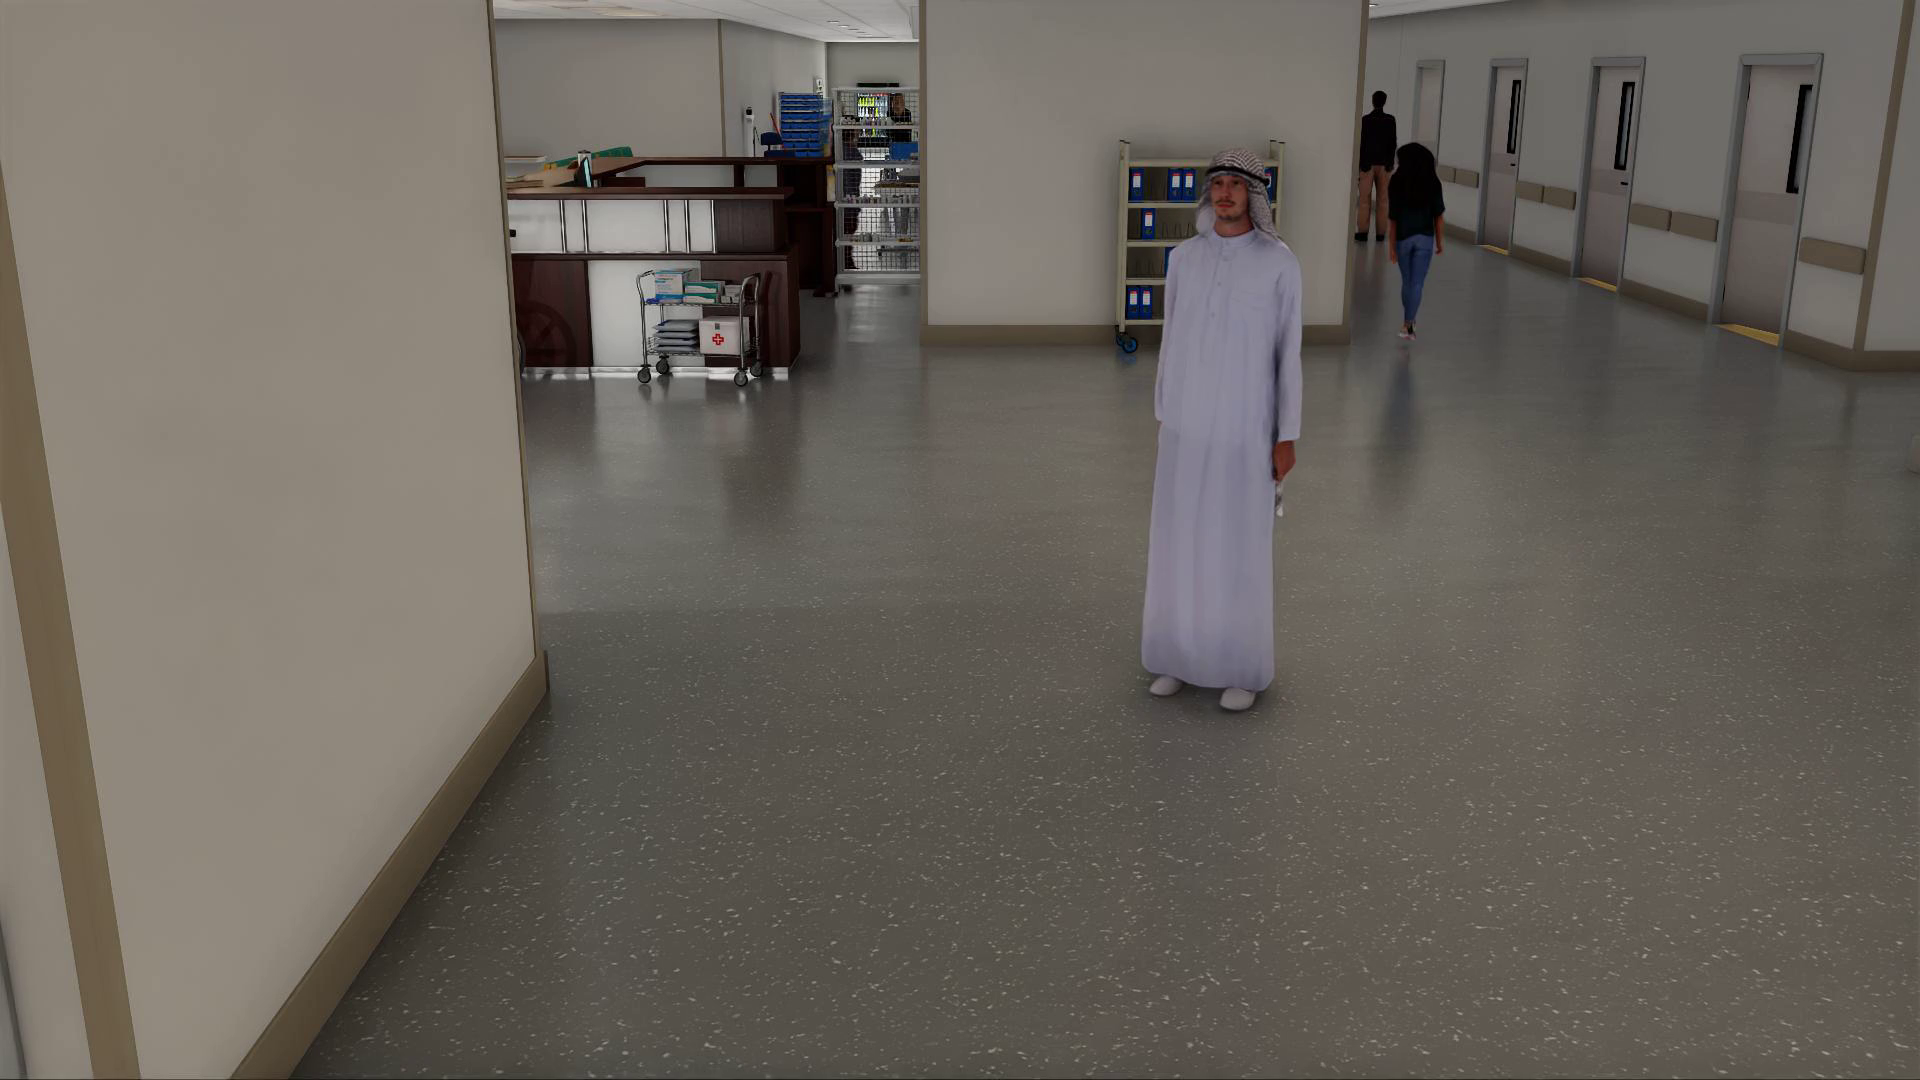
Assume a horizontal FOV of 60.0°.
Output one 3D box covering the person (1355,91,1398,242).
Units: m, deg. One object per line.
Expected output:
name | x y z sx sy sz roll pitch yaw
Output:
person | 5.441 -4.908 21.828 0.536 1.925 0.758 -1 16 -3

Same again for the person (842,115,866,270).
person | -1.213 -3.783 18.239 0.564 1.706 0.614 3 16 10

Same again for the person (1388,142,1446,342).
person | 3.690 -2.386 13.530 1.085 1.574 0.935 6 17 22

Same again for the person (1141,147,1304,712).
person | 0.910 -0.379 5.770 0.775 1.921 0.881 10 18 31

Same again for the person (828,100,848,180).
person | -2.035 -6.603 28.271 1.149 1.690 0.746 2 16 8

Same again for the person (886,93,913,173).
person | -1.097 -7.182 30.123 0.477 1.801 0.677 1 16 5
